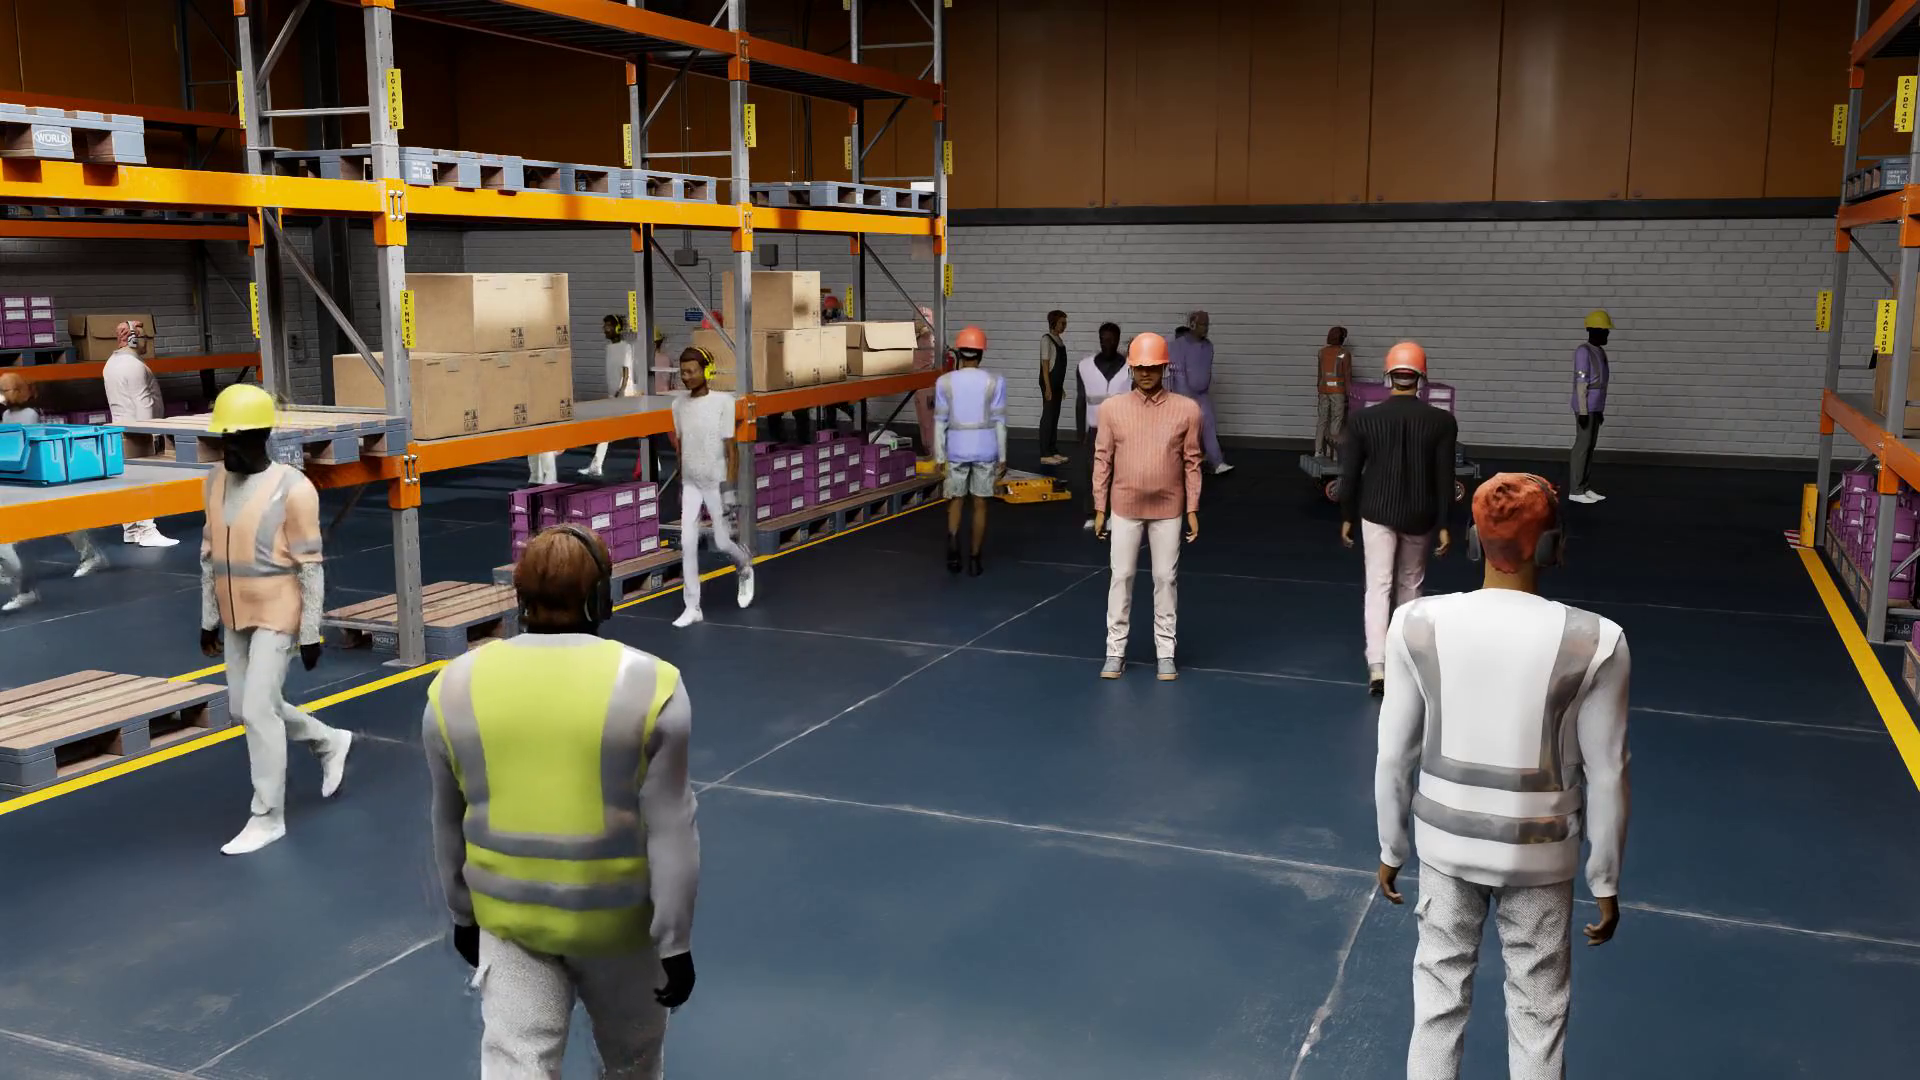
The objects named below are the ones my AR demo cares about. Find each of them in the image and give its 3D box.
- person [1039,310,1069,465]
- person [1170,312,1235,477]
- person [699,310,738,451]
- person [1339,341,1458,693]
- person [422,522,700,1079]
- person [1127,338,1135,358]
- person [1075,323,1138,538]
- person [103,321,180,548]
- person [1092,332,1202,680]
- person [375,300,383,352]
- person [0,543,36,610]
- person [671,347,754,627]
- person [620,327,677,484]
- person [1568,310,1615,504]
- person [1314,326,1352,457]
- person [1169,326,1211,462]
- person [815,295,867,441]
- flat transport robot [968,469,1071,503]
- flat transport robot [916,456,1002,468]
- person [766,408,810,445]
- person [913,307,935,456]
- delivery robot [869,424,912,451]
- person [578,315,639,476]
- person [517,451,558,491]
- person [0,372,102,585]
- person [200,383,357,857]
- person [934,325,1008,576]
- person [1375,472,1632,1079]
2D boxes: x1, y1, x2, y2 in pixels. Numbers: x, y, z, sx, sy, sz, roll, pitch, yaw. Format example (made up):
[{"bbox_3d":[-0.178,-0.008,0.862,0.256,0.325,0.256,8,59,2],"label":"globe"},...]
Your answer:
[{"bbox_3d":[1.126,-1.827,19.906,0.344,1.845,0.504,4,10,22],"label":"person"},{"bbox_3d":[2.626,-1.619,18.643,0.644,1.849,1.044,-6,11,-33],"label":"person"},{"bbox_3d":[-2.462,-1.443,17.370,0.554,1.916,0.573,7,11,35],"label":"person"},{"bbox_3d":[2.446,-0.134,9.325,0.625,1.958,0.995,2,10,15],"label":"person"},{"bbox_3d":[-0.899,0.849,3.847,0.642,1.793,0.989,1,9,4],"label":"person"},{"bbox_3d":[1.897,-1.376,17.921,0.520,1.592,0.837,-8,13,-42],"label":"person"},{"bbox_3d":[1.305,-0.955,14.558,0.601,1.856,1.010,1,9,5],"label":"person"},{"bbox_3d":[-6.931,-0.891,14.052,0.639,1.908,0.409,8,13,42],"label":"person"},{"bbox_3d":[1.064,-0.183,9.488,0.623,1.992,0.397,1,9,7],"label":"person"},{"bbox_3d":[-8.014,-2.443,23.397,0.670,1.919,0.672,0,9,3],"label":"person"},{"bbox_3d":[-6.622,-0.259,11.181,0.497,1.586,0.873,4,10,23],"label":"person"},{"bbox_3d":[-1.659,-0.374,11.118,0.519,1.846,0.747,3,10,19],"label":"person"},{"bbox_3d":[-3.235,-1.434,17.906,0.535,1.722,0.901,8,12,41],"label":"person"},{"bbox_3d":[6.331,-1.335,16.676,0.366,1.926,0.593,7,12,35],"label":"person"},{"bbox_3d":[4.557,-1.786,20.306,0.311,1.633,0.519,-7,12,-36],"label":"person"},{"bbox_3d":[2.733,-1.733,19.917,0.876,1.651,0.529,1,9,3],"label":"person"},{"bbox_3d":[-1.631,-2.286,22.282,0.606,1.979,0.639,2,10,13],"label":"person"},{"bbox_3d":[0.473,-0.570,17.046,0.652,0.197,1.431,-6,11,-30],"label":"flat transport robot"},{"bbox_3d":[-0.141,-0.779,18.311,0.652,0.197,1.431,-6,11,-30],"label":"flat transport robot"},{"bbox_3d":[-2.061,-1.871,19.578,0.712,2.000,0.774,5,11,28],"label":"person"},{"bbox_3d":[-0.406,-1.691,18.902,0.402,1.904,0.652,-2,10,-15],"label":"person"},{"bbox_3d":[-0.876,-1.085,19.026,0.707,0.478,0.477,9,13,44],"label":"delivery robot"},{"bbox_3d":[-3.867,-1.636,18.847,0.512,1.818,0.980,8,12,41],"label":"person"},{"bbox_3d":[-4.391,-1.385,17.274,0.420,1.824,0.611,-5,11,-27],"label":"person"},{"bbox_3d":[-6.929,-0.469,12.461,0.506,1.591,0.856,7,11,35],"label":"person"},{"bbox_3d":[-2.829,0.292,6.896,0.598,1.905,0.710,5,11,28],"label":"person"},{"bbox_3d":[0.085,-0.661,12.606,0.552,1.922,0.474,2,10,9],"label":"person"},{"bbox_3d":[1.301,0.773,4.030,0.584,1.882,0.337,5,11,28],"label":"person"}]
